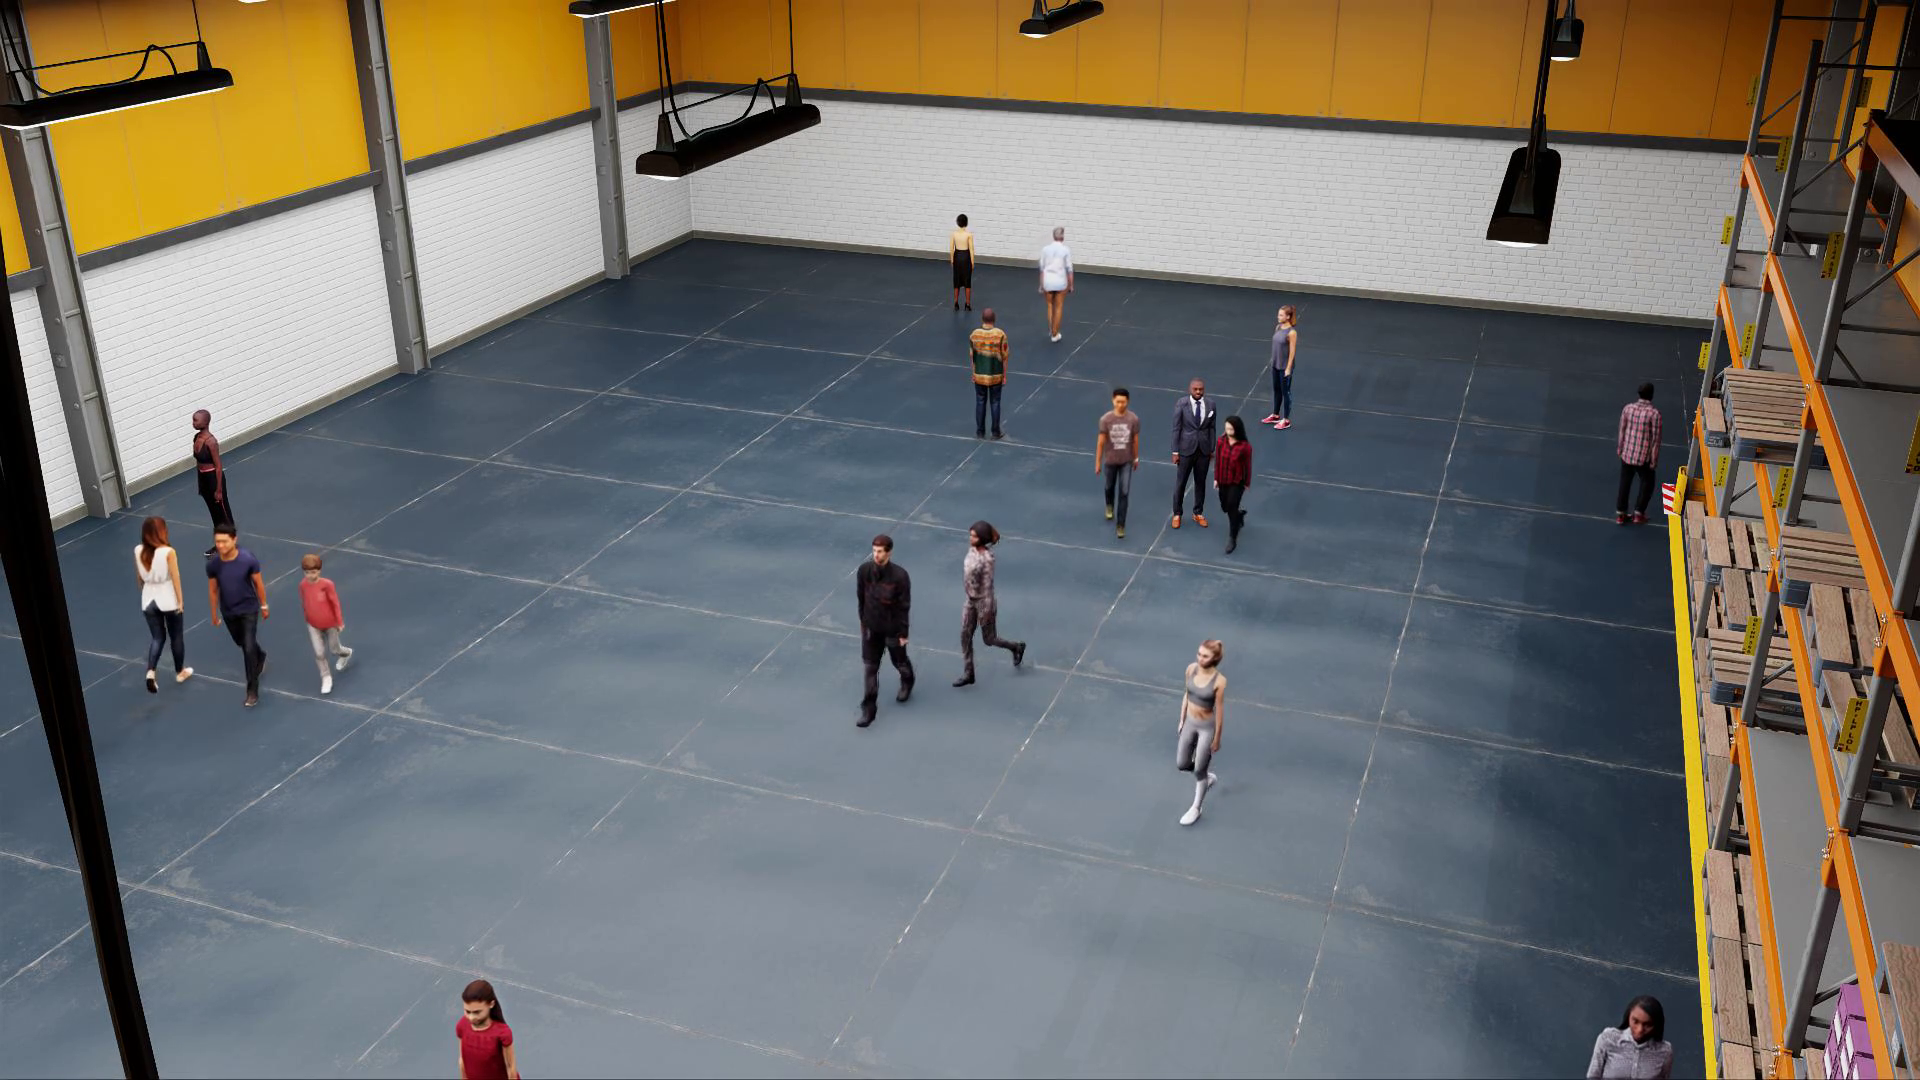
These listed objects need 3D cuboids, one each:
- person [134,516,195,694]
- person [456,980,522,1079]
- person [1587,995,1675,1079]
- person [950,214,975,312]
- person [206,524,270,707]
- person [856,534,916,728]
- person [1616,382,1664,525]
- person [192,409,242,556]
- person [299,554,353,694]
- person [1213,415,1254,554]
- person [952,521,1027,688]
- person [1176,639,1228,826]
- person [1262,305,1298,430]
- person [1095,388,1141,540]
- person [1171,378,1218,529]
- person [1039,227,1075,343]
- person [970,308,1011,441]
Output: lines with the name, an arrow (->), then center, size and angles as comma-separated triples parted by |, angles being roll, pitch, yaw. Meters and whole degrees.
person -> -7.644, 0.652, 15.840 | 0.784, 1.763, 1.000 | 1, 24, 1
person -> -2.835, 3.290, 10.069 | 0.562, 1.552, 0.625 | 5, 24, 12
person -> 3.852, 3.364, 9.687 | 0.603, 1.724, 0.534 | 10, 26, 22
person -> 0.037, -4.709, 28.241 | 0.579, 1.654, 0.546 | 7, 24, 15
person -> -6.846, 0.637, 15.884 | 0.995, 1.756, 1.243 | -2, 24, -4
person -> -0.653, 0.785, 15.489 | 0.747, 1.801, 1.136 | 10, 25, 21
person -> 7.971, -0.998, 19.628 | 0.896, 1.754, 0.873 | -18, 30, -36
person -> -8.435, -0.643, 18.809 | 0.631, 1.758, 0.608 | 16, 28, 32
person -> -6.136, 0.756, 16.063 | 0.682, 1.396, 0.876 | 2, 24, 4
person -> 3.140, -0.686, 19.073 | 0.727, 1.625, 0.952 | 13, 27, 27
person -> 0.278, 0.605, 16.034 | 1.088, 1.694, 0.991 | -13, 27, -27
person -> 2.059, 1.554, 13.861 | 0.856, 1.696, 0.756 | -21, 31, -40
person -> 4.439, -2.390, 22.851 | 0.710, 1.722, 0.648 | -10, 26, -22
person -> 1.848, -0.959, 19.567 | 0.891, 1.730, 1.220 | 1, 24, 3
person -> 2.762, -1.051, 19.661 | 0.790, 1.824, 0.771 | -3, 24, -7
person -> 1.506, -4.069, 26.591 | 0.701, 1.802, 0.892 | 9, 25, 19
person -> 0.381, -2.235, 22.392 | 0.743, 1.806, 0.714 | 4, 24, 9
